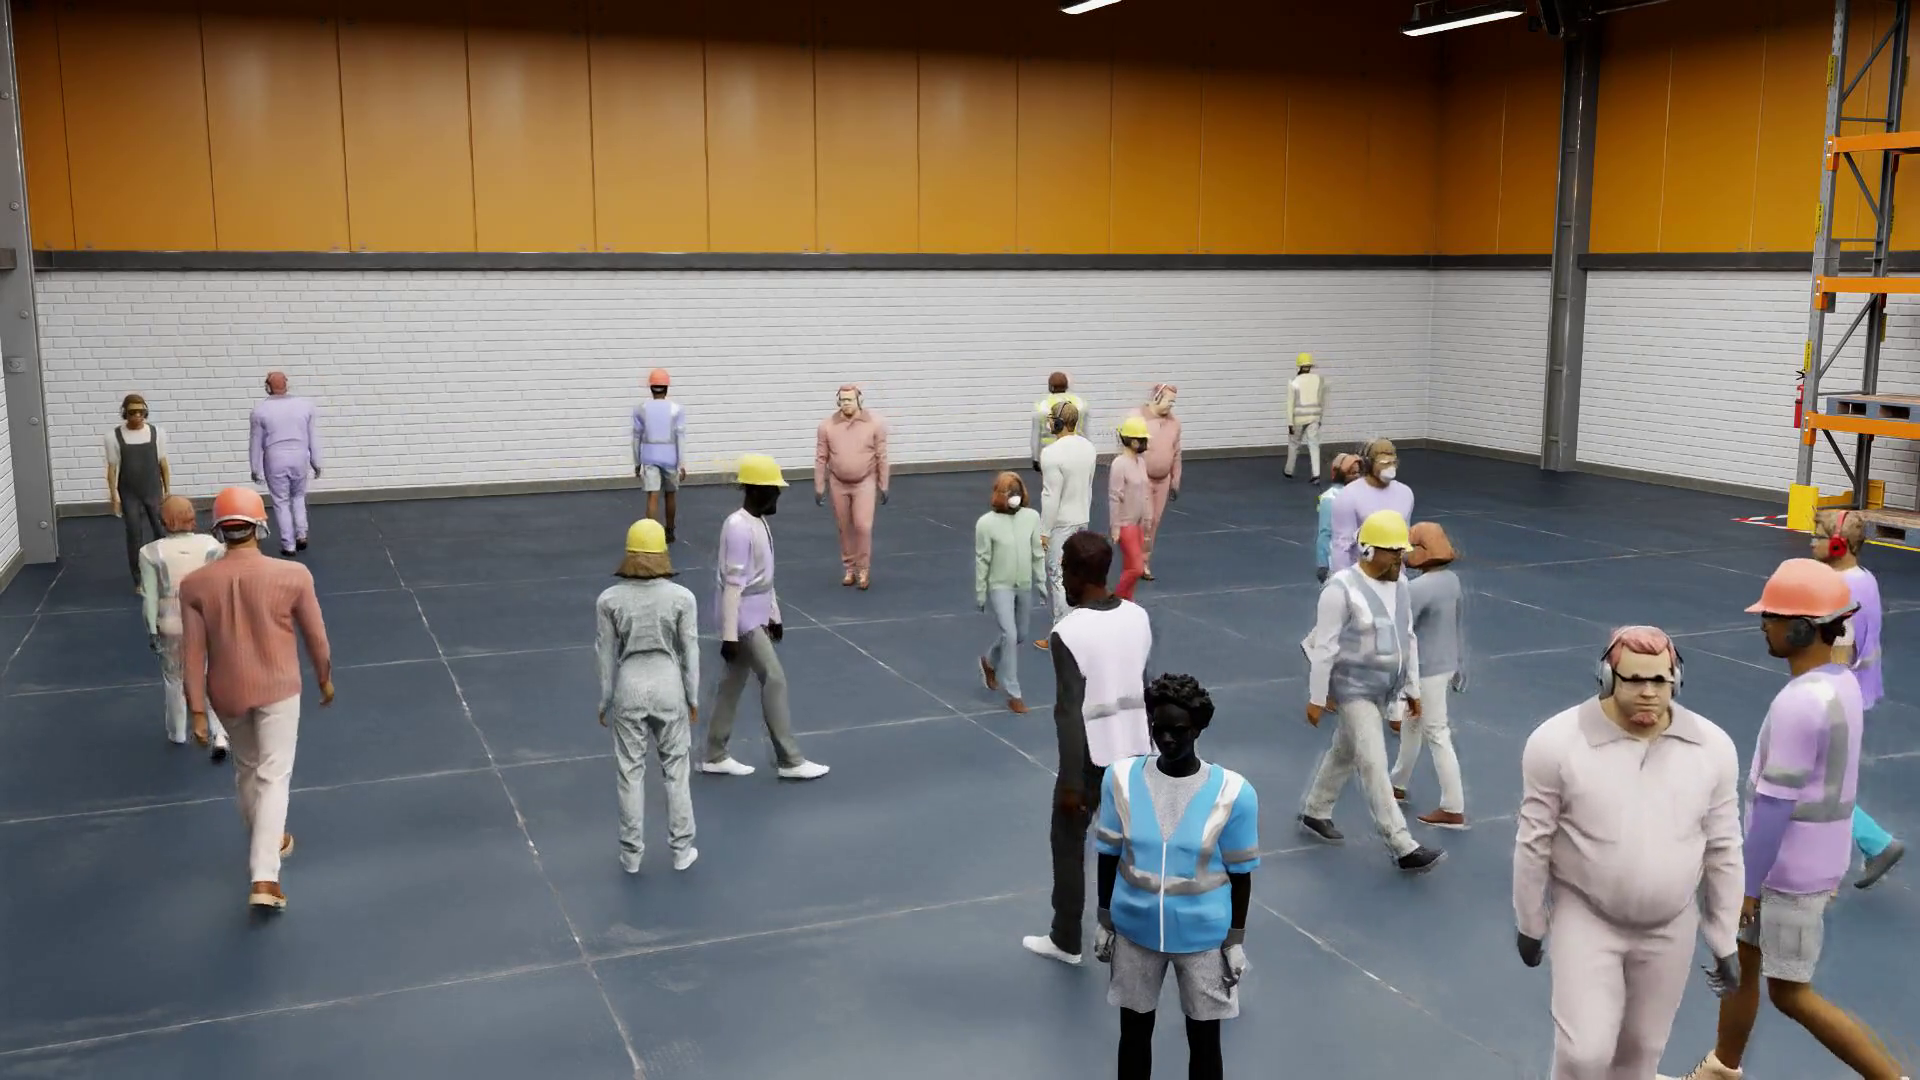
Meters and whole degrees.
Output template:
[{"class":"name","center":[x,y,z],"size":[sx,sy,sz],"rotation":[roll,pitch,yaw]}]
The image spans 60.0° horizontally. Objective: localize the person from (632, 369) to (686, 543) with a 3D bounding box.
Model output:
[{"class":"person","center":[-3.149,-0.843,17.417],"size":[0.559,1.895,0.976],"rotation":[-1,9,-5]}]

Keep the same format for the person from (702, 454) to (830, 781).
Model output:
[{"class":"person","center":[-1.110,0.452,9.543],"size":[0.876,1.888,0.610],"rotation":[0,9,0]}]

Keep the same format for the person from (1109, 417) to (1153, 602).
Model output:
[{"class":"person","center":[1.393,-0.115,13.377],"size":[0.364,1.753,0.545],"rotation":[6,11,31]}]

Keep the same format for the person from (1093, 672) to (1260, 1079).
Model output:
[{"class":"person","center":[0.675,1.251,5.303],"size":[0.534,1.697,0.318],"rotation":[3,10,19]}]

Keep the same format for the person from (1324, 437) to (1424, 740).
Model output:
[{"class":"person","center":[2.609,0.268,10.681],"size":[0.647,1.897,1.010],"rotation":[-4,10,-22]}]

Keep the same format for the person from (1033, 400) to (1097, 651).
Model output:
[{"class":"person","center":[0.799,-0.105,12.787],"size":[0.372,1.940,0.629],"rotation":[6,11,34]}]

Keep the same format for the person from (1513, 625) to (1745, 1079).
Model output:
[{"class":"person","center":[2.052,1.194,5.085],"size":[0.647,1.891,0.508],"rotation":[0,9,2]}]

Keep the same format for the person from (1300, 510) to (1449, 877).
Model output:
[{"class":"person","center":[2.057,0.730,8.226],"size":[0.605,1.774,0.969],"rotation":[-8,12,-38]}]

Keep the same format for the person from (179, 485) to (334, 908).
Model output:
[{"class":"person","center":[-3.317,0.719,7.809],"size":[0.605,1.951,1.037],"rotation":[-1,9,-6]}]

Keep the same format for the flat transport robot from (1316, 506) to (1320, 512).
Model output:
[{"class":"flat transport robot","center":[4.814,-0.496,20.199],"size":[0.652,0.197,1.431],"rotation":[4,10,25]}]

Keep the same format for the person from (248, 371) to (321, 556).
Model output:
[{"class":"person","center":[-6.932,-0.781,17.024],"size":[0.683,1.886,0.546],"rotation":[-7,12,-38]}]

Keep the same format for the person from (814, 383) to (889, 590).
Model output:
[{"class":"person","center":[-1.014,-0.481,15.213],"size":[0.681,1.883,0.711],"rotation":[1,9,7]}]

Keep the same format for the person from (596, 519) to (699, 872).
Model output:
[{"class":"person","center":[-1.520,0.759,8.150],"size":[0.485,1.742,0.299],"rotation":[-1,9,-7]}]

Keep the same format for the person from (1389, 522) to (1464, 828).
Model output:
[{"class":"person","center":[2.417,0.705,8.900],"size":[0.763,1.602,0.519],"rotation":[8,12,39]}]

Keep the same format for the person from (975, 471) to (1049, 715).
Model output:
[{"class":"person","center":[0.301,0.317,11.215],"size":[0.501,1.610,0.719],"rotation":[-6,11,-31]}]

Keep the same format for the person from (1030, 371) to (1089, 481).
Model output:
[{"class":"person","center":[1.080,-0.915,18.035],"size":[0.647,1.824,0.475],"rotation":[-1,9,-3]}]

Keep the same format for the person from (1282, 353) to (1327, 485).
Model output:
[{"class":"person","center":[4.701,-1.650,22.639],"size":[0.592,1.788,0.945],"rotation":[-1,9,-6]}]

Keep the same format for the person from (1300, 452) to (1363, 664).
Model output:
[{"class":"person","center":[2.762,0.171,12.053],"size":[0.370,1.625,0.521],"rotation":[6,11,31]}]

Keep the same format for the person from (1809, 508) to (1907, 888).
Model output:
[{"class":"person","center":[4.169,0.762,7.862],"size":[0.548,1.830,0.570],"rotation":[8,12,38]}]

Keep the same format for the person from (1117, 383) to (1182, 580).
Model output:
[{"class":"person","center":[1.800,-0.543,15.647],"size":[0.700,1.871,0.447],"rotation":[-5,11,-29]}]

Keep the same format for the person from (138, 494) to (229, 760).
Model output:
[{"class":"person","center":[-4.651,0.516,10.055],"size":[0.517,1.600,0.842],"rotation":[-6,11,-33]}]

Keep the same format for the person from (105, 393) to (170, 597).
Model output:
[{"class":"person","center":[-7.324,-0.395,14.864],"size":[0.505,1.831,0.430],"rotation":[-6,11,-32]}]

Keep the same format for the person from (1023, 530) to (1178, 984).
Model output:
[{"class":"person","center":[0.667,0.919,6.866],"size":[0.871,1.862,0.612],"rotation":[9,13,43]}]

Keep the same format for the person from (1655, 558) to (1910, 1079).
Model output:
[{"class":"person","center":[2.824,1.065,5.500],"size":[0.910,2.014,0.608],"rotation":[6,11,33]}]
